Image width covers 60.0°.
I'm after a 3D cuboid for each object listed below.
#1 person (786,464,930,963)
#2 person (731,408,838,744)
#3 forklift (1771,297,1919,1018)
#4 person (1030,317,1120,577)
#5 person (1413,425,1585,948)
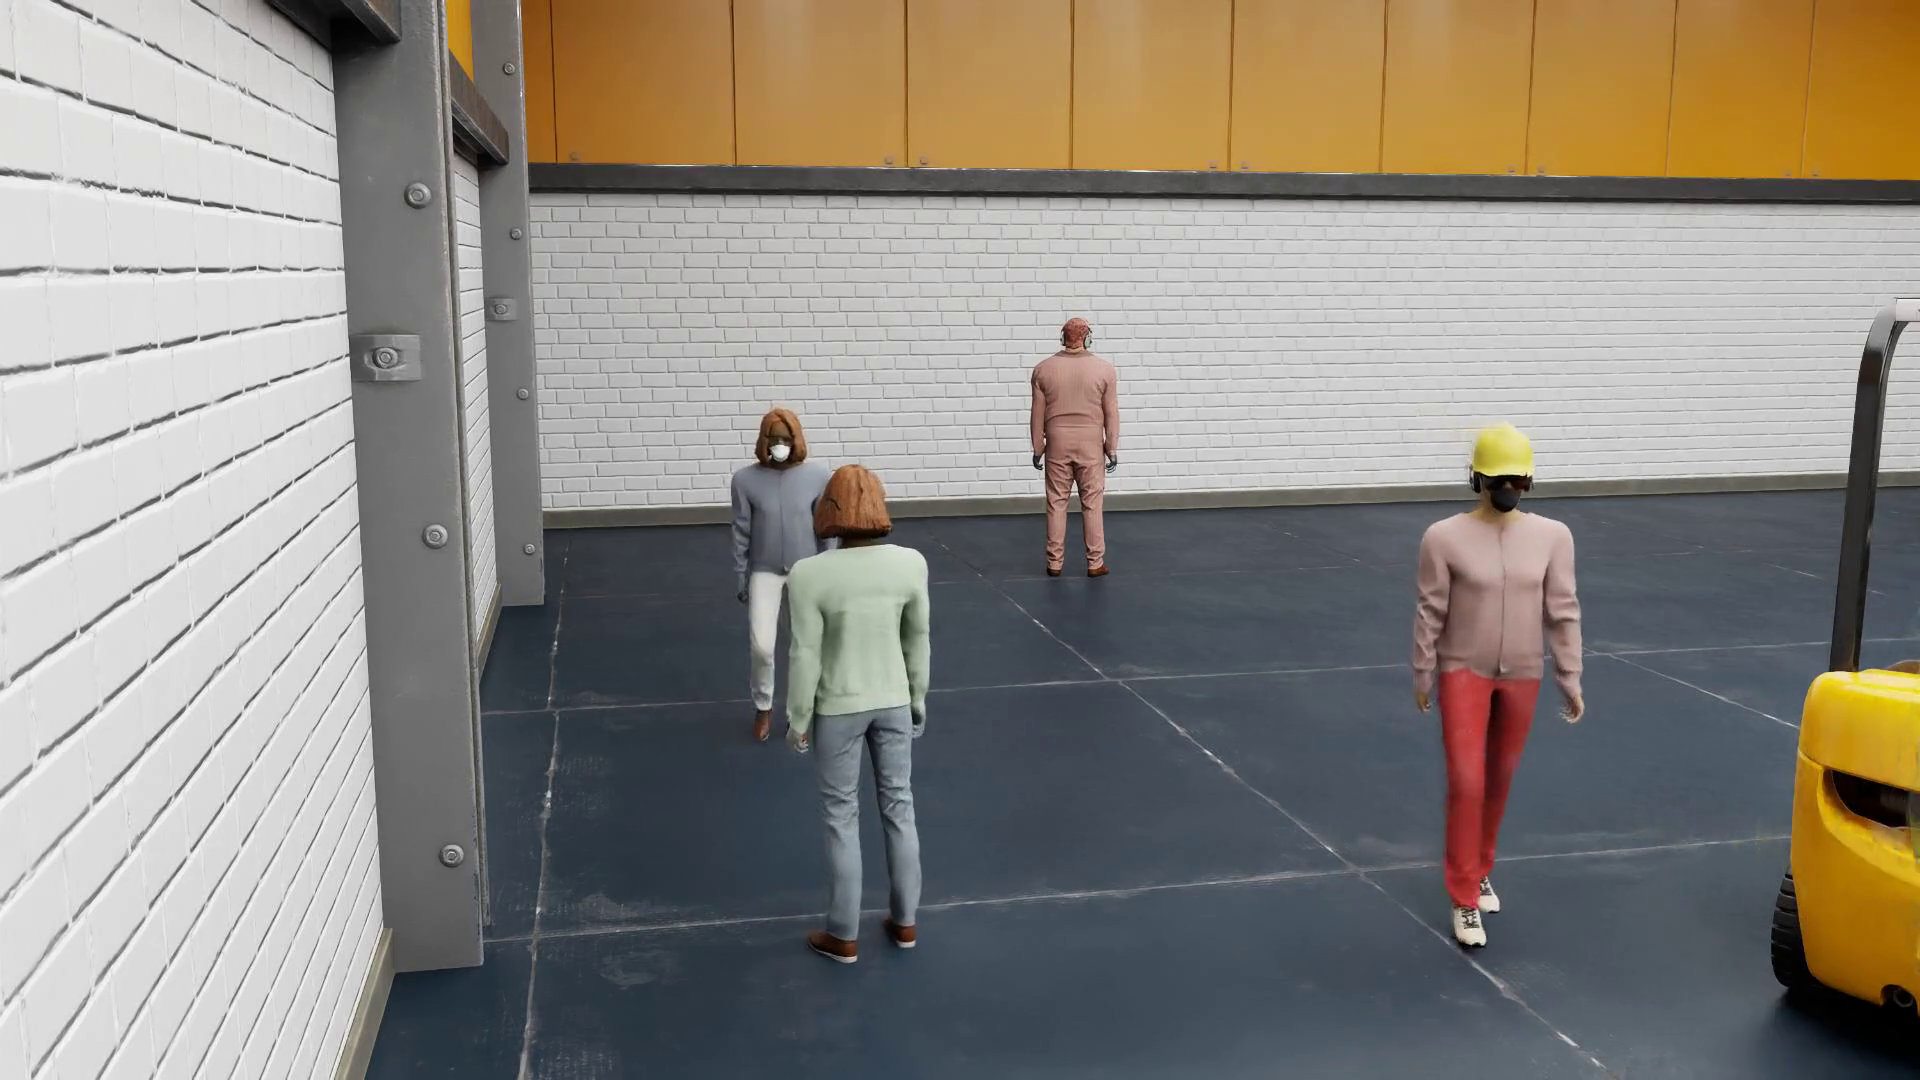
[{"bbox_3d":[-0.328,0.566,5.466,0.507,1.632,0.266,-5,11,-28],"label":"person"},{"bbox_3d":[-0.825,0.182,7.867,0.498,1.618,0.365,-1,9,-9],"label":"person"},{"bbox_3d":[3.542,0.334,5.177,2.313,2.155,1.214,-9,13,-43],"label":"forklift"},{"bbox_3d":[0.846,-0.676,12.207,0.652,1.906,0.402,2,9,10],"label":"person"},{"bbox_3d":[1.838,0.490,5.621,0.527,1.740,0.770,0,9,-2],"label":"person"}]
